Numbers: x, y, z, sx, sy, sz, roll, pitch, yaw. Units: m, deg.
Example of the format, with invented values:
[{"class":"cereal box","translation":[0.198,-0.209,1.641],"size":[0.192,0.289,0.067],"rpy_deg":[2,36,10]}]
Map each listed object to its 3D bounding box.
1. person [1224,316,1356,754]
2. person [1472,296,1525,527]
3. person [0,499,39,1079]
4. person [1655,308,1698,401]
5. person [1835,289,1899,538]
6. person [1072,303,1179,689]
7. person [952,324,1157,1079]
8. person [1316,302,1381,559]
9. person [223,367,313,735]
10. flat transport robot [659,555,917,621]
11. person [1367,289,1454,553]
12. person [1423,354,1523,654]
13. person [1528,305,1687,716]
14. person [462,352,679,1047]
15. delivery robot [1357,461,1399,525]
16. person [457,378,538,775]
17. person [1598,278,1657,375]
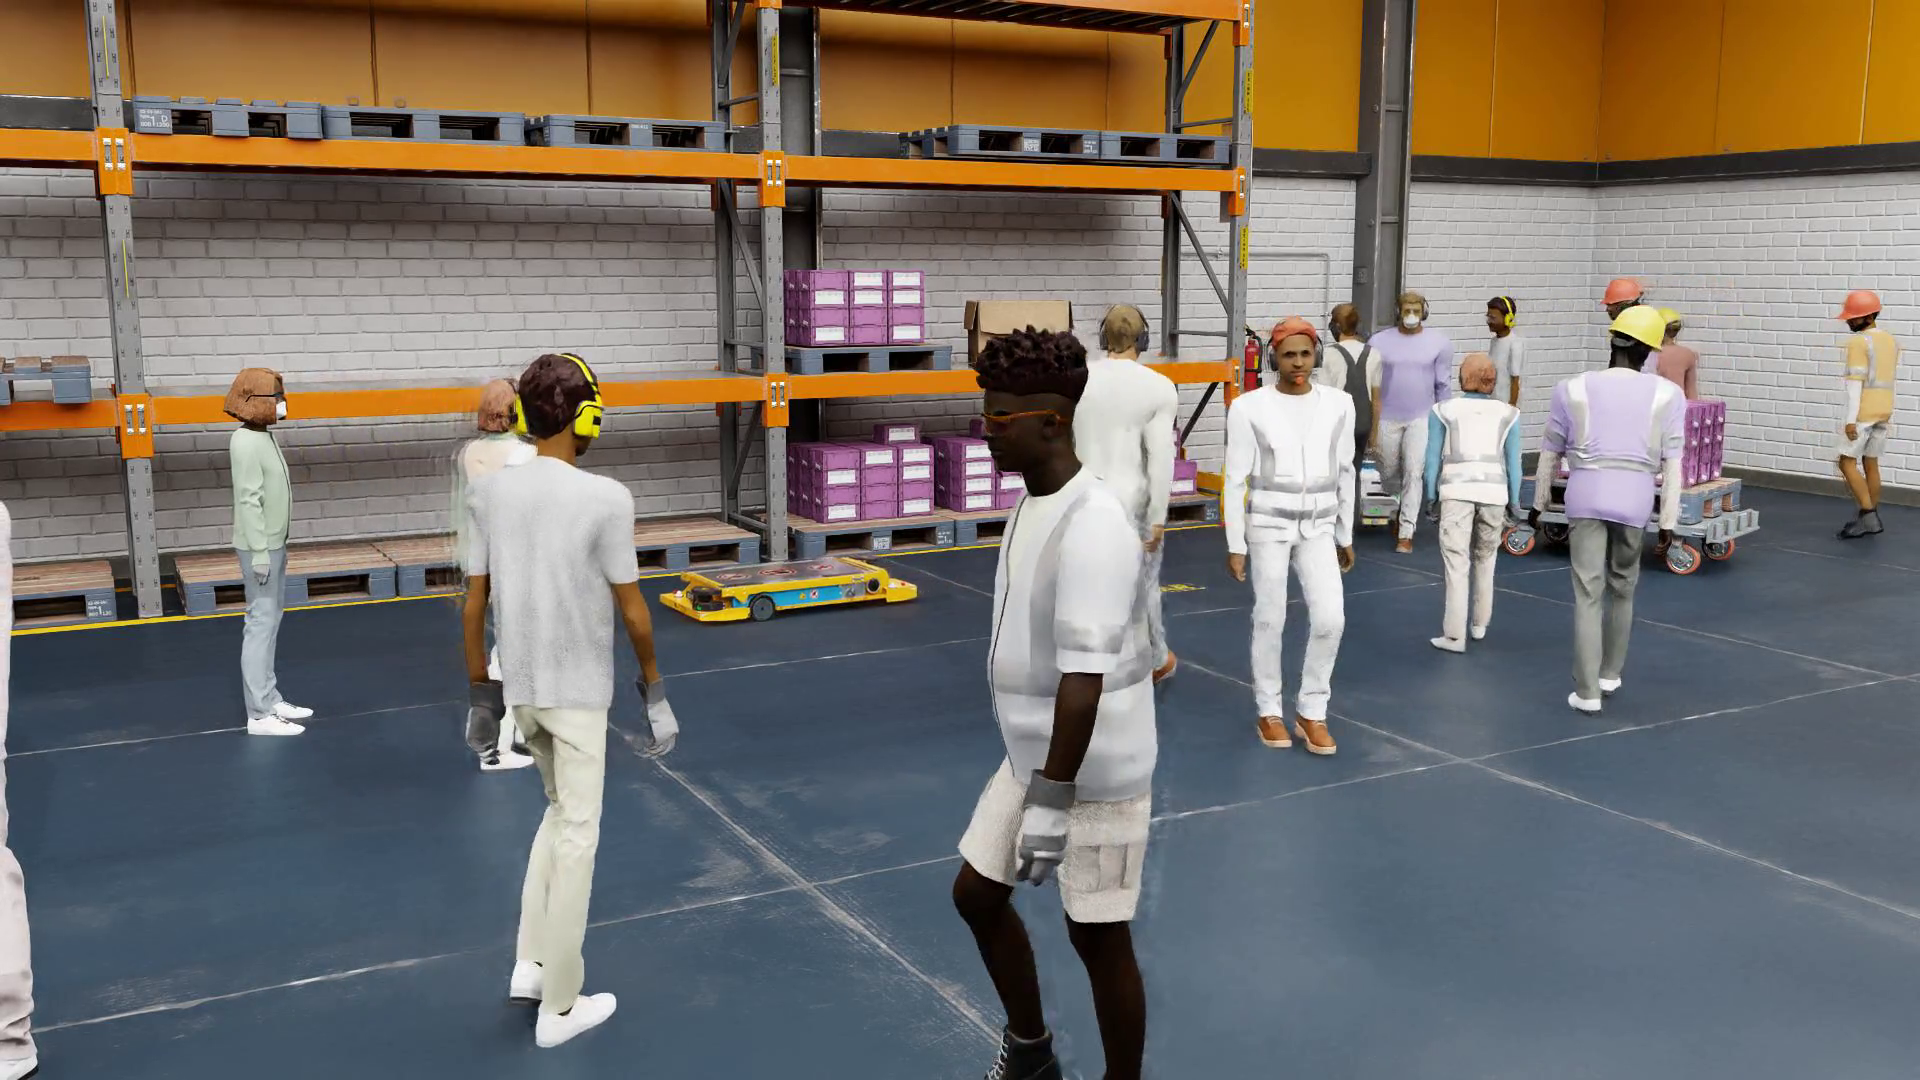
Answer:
[{"class":"person","translation":[1.420,-0.003,7.035],"size":[0.604,1.859,0.626],"rpy_deg":[-1,9,-7]},{"class":"person","translation":[4.276,-0.995,13.121],"size":[0.438,1.848,0.564],"rpy_deg":[-1,9,-5]},{"class":"person","translation":[-2.583,0.460,4.106],"size":[0.638,1.901,0.402],"rpy_deg":[7,12,38]},{"class":"person","translation":[5.714,-1.026,13.671],"size":[0.547,1.728,0.827],"rpy_deg":[-3,10,-19]},{"class":"person","translation":[7.006,-0.955,12.731],"size":[0.695,1.912,0.531],"rpy_deg":[-5,10,-27]},{"class":"person","translation":[0.772,-0.168,7.943],"size":[0.650,1.896,0.986],"rpy_deg":[5,10,27]},{"class":"person","translation":[0.183,0.495,3.744],"size":[0.598,1.941,0.621],"rpy_deg":[-3,10,-16]},{"class":"person","translation":[2.717,-0.748,11.682],"size":[0.506,1.830,0.478],"rpy_deg":[-2,10,-14]},{"class":"person","translation":[-3.095,0.047,7.424],"size":[0.272,1.632,0.507],"rpy_deg":[-2,10,-13]},{"class":"flat transport robot","translation":[-1.042,0.280,10.149],"size":[1.431,0.197,0.652],"rpy_deg":[-6,11,-30]},{"class":"person","translation":[3.304,-0.895,12.320],"size":[0.641,1.920,0.833],"rpy_deg":[3,10,18]},{"class":"person","translation":[2.790,-0.202,9.059],"size":[0.516,1.592,0.593],"rpy_deg":[1,9,4]},{"class":"person","translation":[3.036,-0.153,7.859],"size":[0.628,1.883,0.779],"rpy_deg":[2,10,13]},{"class":"person","translation":[-1.046,0.430,4.452],"size":[0.503,1.845,0.445],"rpy_deg":[5,10,26]},{"class":"delivery robot","translation":[3.185,-0.375,12.995],"size":[0.477,0.478,0.707],"rpy_deg":[0,9,0]},{"class":"person","translation":[-1.809,0.140,6.924],"size":[0.528,1.618,0.654],"rpy_deg":[8,12,39]},{"class":"person","translation":[5.457,-1.096,13.335],"size":[0.967,2.003,0.661],"rpy_deg":[8,12,40]}]
